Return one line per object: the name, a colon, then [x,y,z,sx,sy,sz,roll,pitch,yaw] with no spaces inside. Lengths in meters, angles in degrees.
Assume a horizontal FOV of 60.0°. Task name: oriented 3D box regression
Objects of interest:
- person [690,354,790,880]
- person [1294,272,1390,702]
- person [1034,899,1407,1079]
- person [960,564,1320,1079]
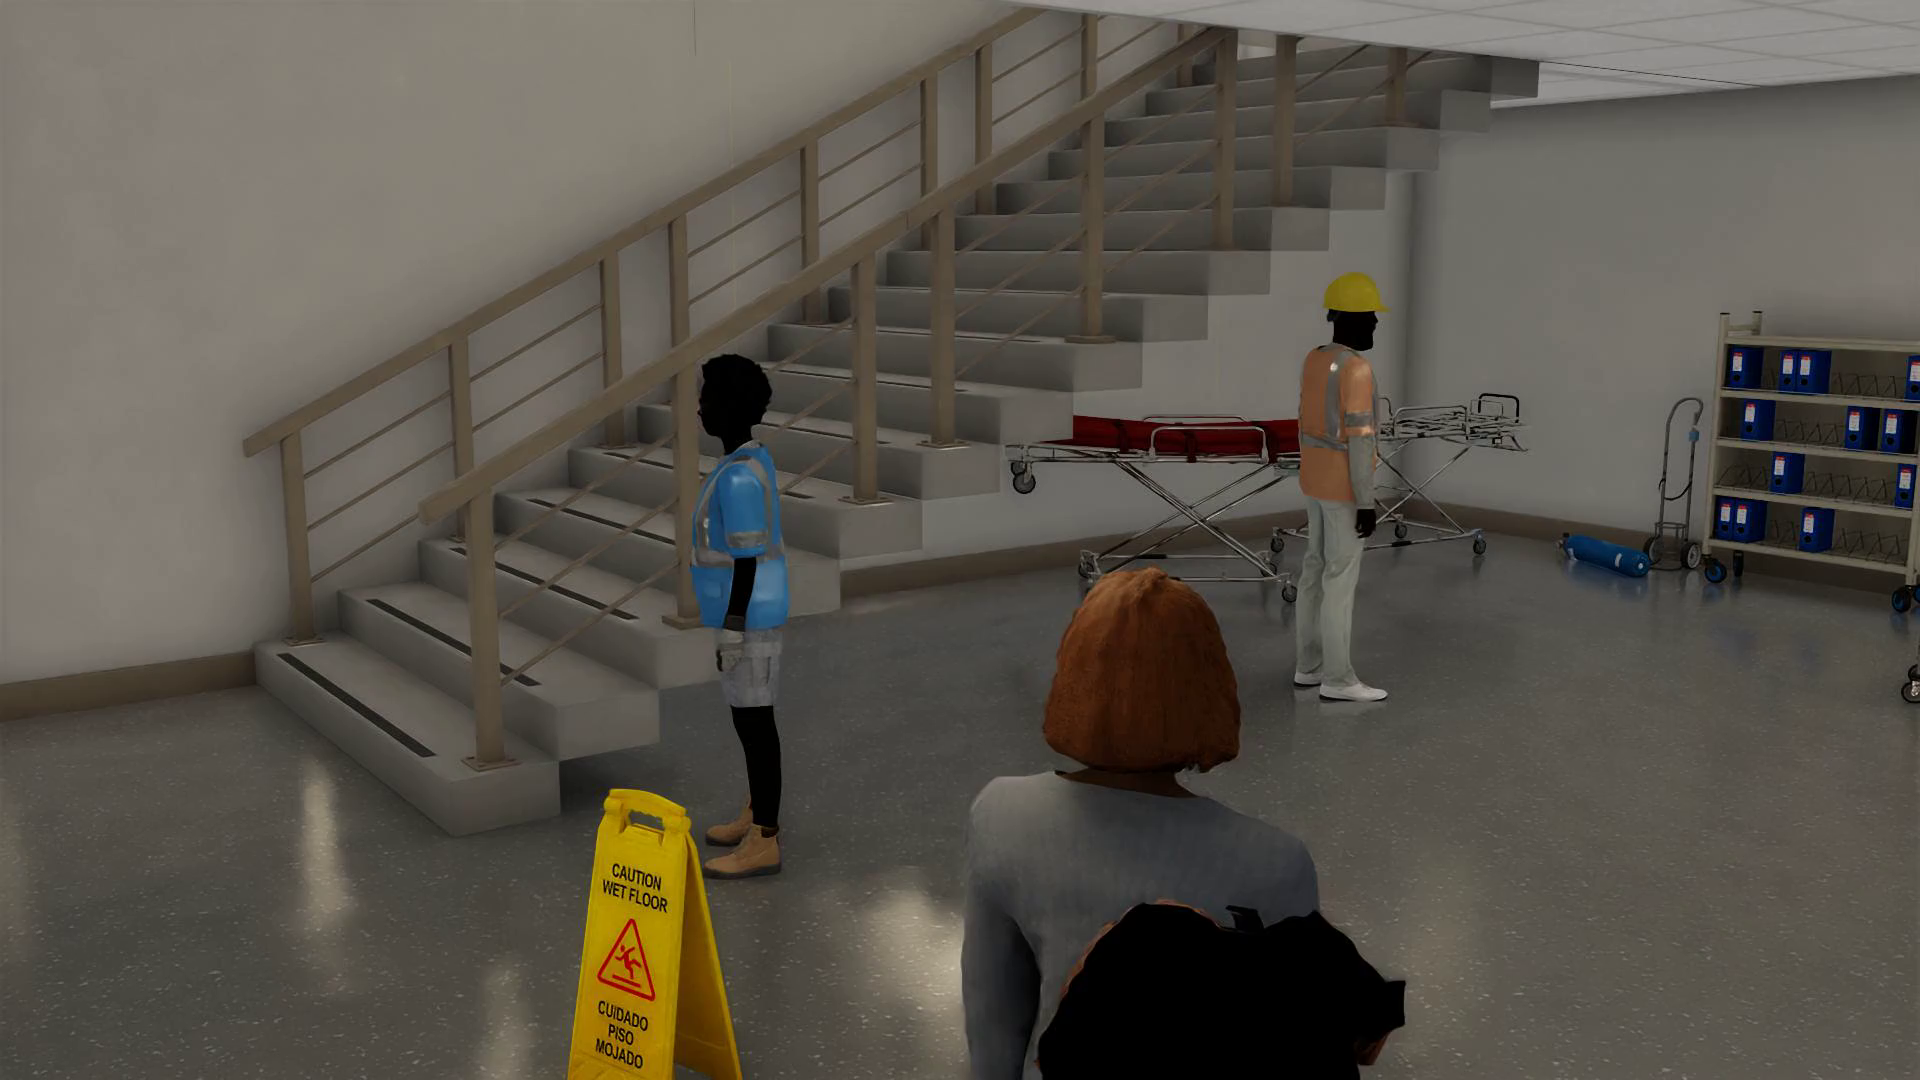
person: [-0.712,0.247,5.411,0.319,1.697,0.532,-1,10,-5]
person: [1.729,-0.239,7.541,0.369,1.928,0.585,-2,10,-13]
person: [0.146,1.023,1.109,0.306,1.640,0.523,3,10,18]
person: [0.235,0.840,2.172,0.500,1.636,0.284,6,11,31]
